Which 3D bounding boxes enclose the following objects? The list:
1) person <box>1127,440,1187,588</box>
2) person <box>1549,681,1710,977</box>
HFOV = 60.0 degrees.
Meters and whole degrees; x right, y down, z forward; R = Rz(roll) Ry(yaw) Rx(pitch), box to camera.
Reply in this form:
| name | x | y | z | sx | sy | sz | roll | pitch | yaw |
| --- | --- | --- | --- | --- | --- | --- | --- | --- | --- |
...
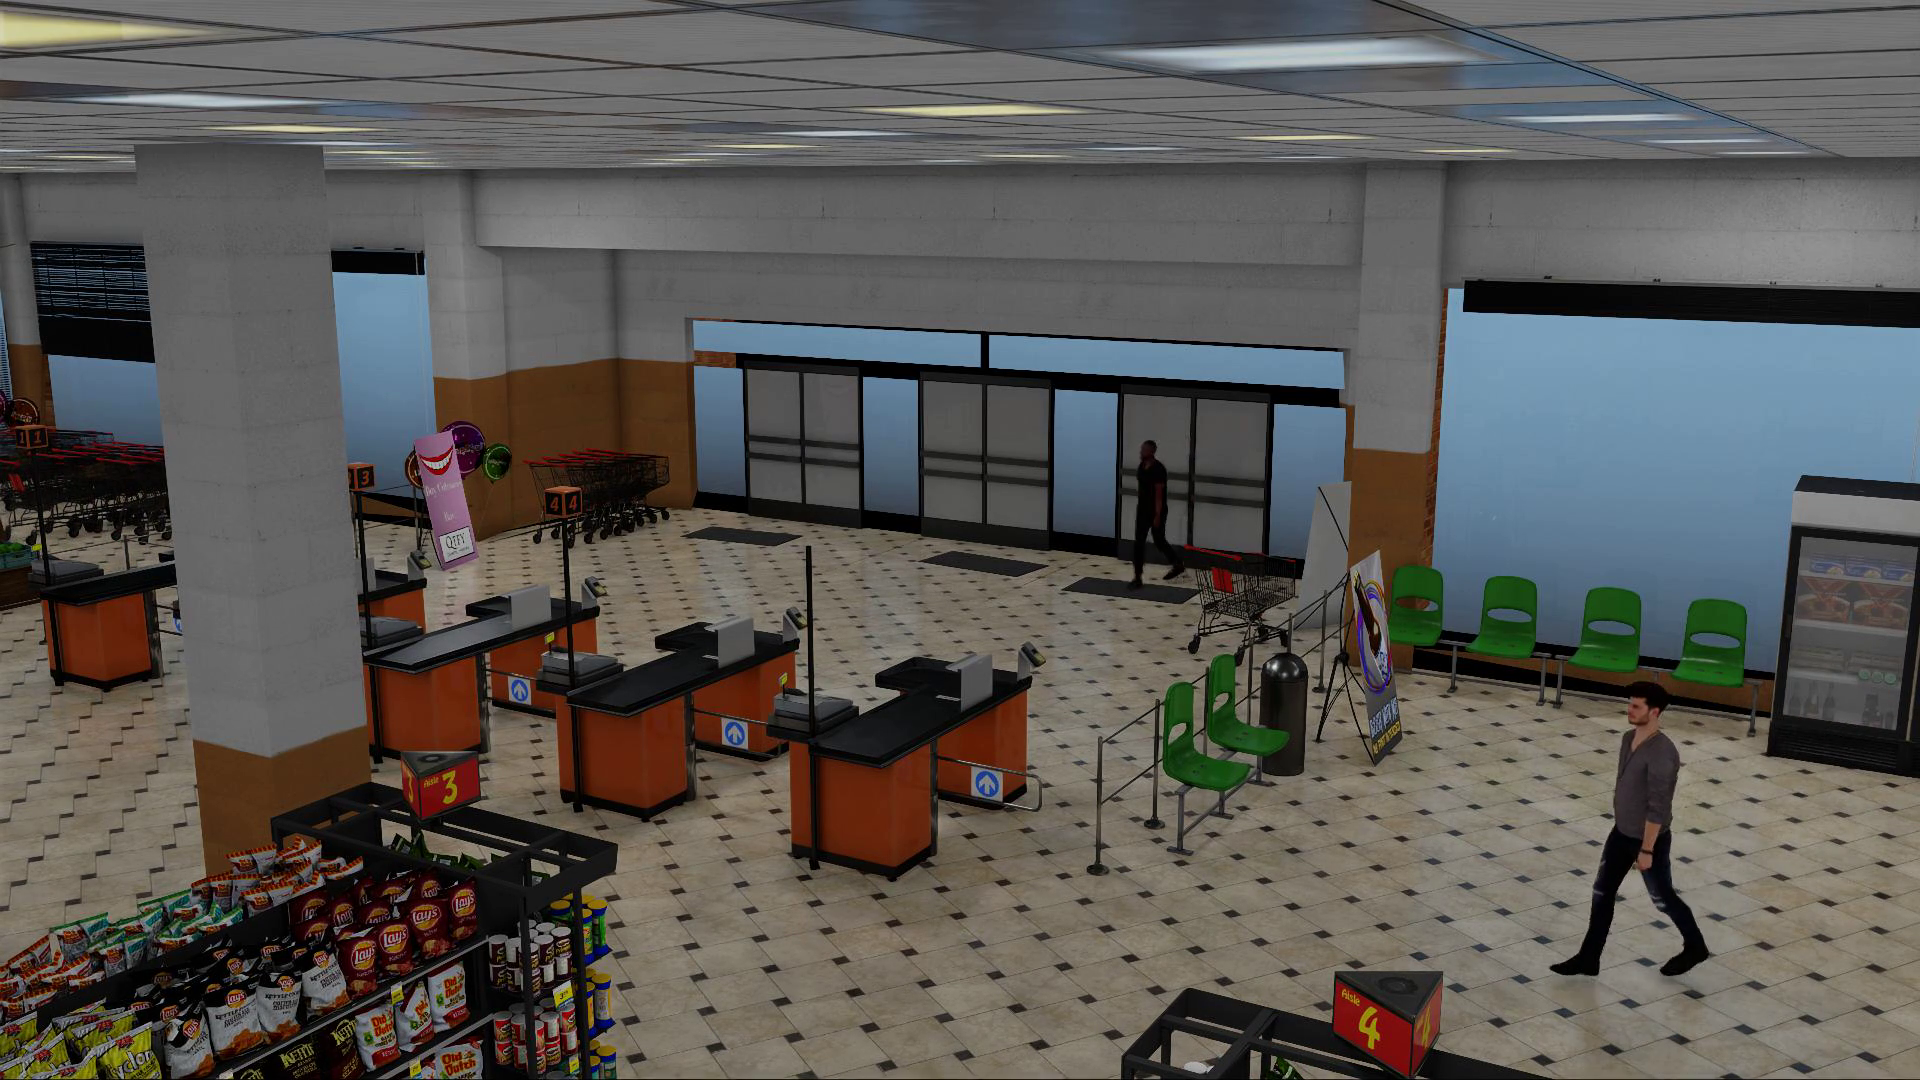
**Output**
| name | x | y | z | sx | sy | sz | roll | pitch | yaw |
| --- | --- | --- | --- | --- | --- | --- | --- | --- | --- |
| person | 2.385 | -0.309 | 20.089 | 1.220 | 1.784 | 0.965 | -7 | 14 | -30 |
| person | 4.182 | 1.780 | 9.966 | 1.218 | 1.867 | 1.253 | -1 | 12 | -7 |
